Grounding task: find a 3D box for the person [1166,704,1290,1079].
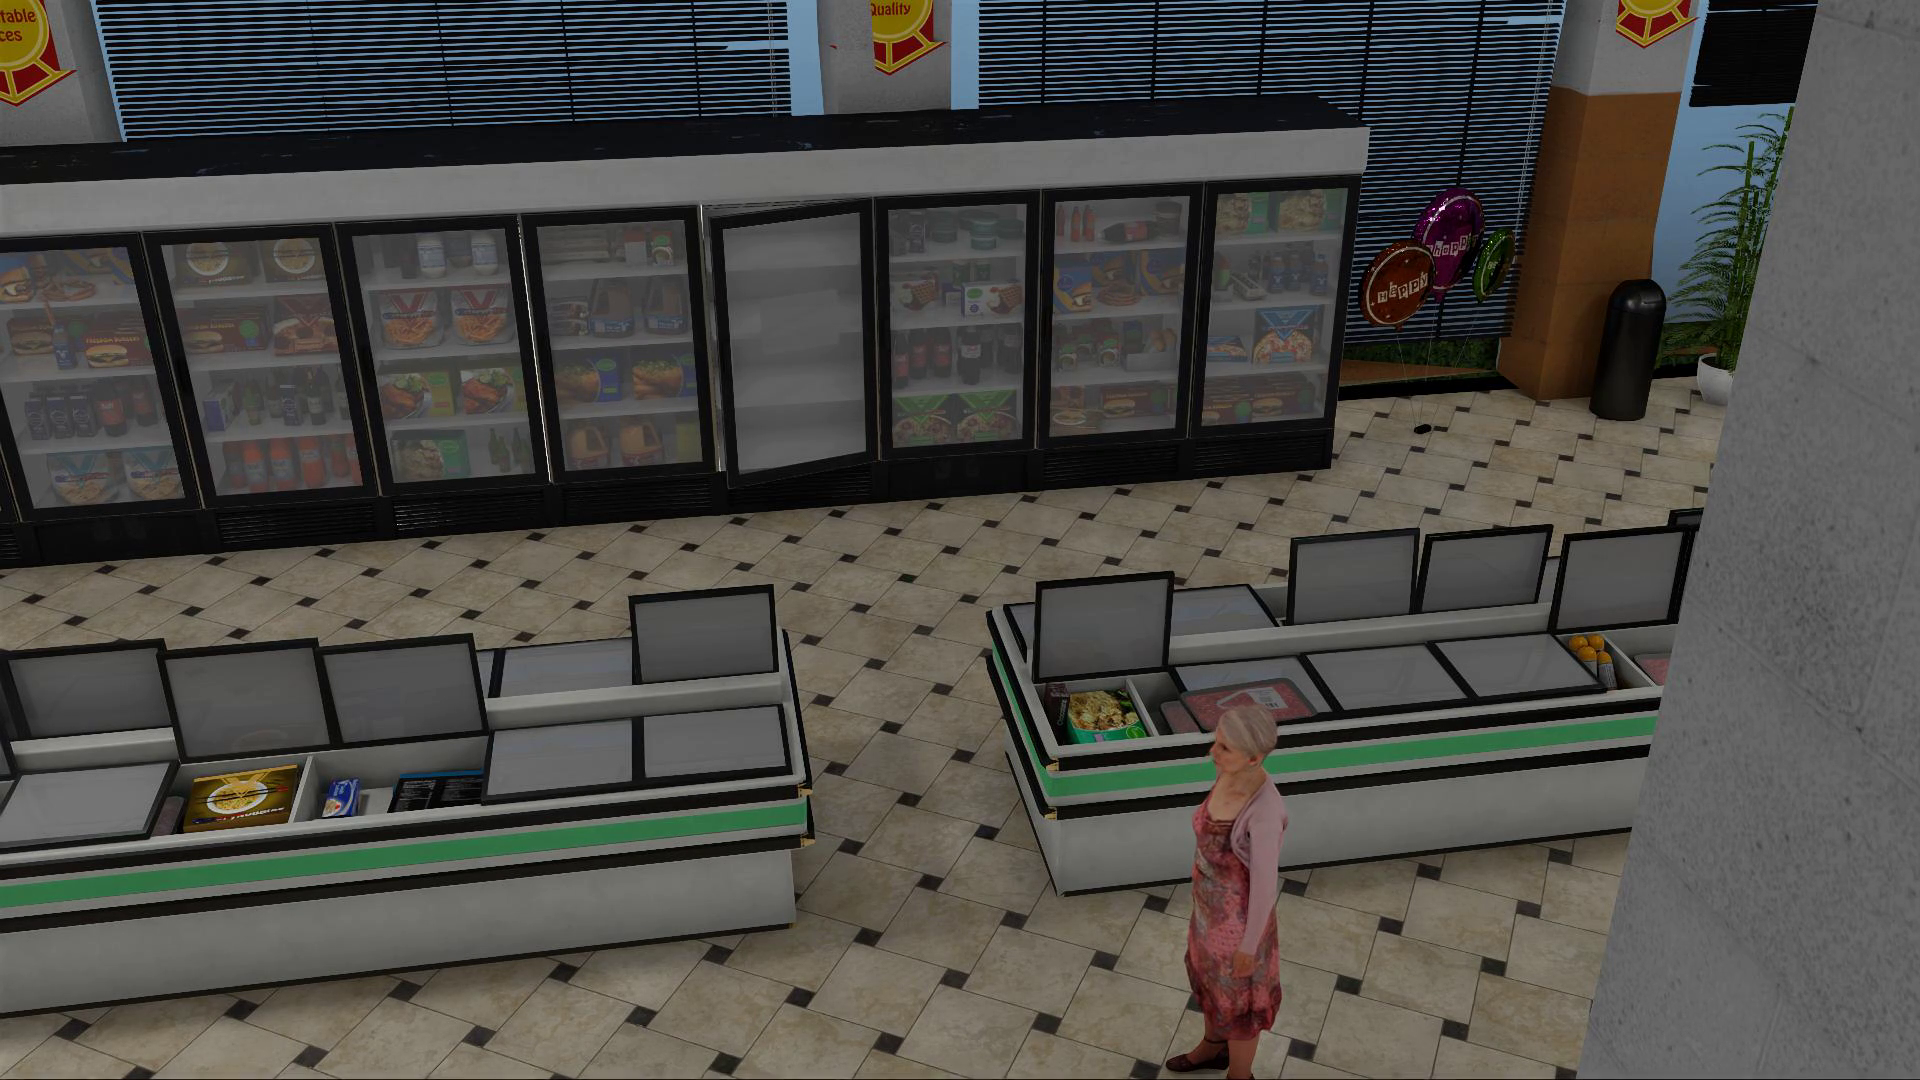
[{"bbox_3d":[0.963,1.294,5.835,0.583,1.695,0.602,-7,28,-14],"label":"person"}]
